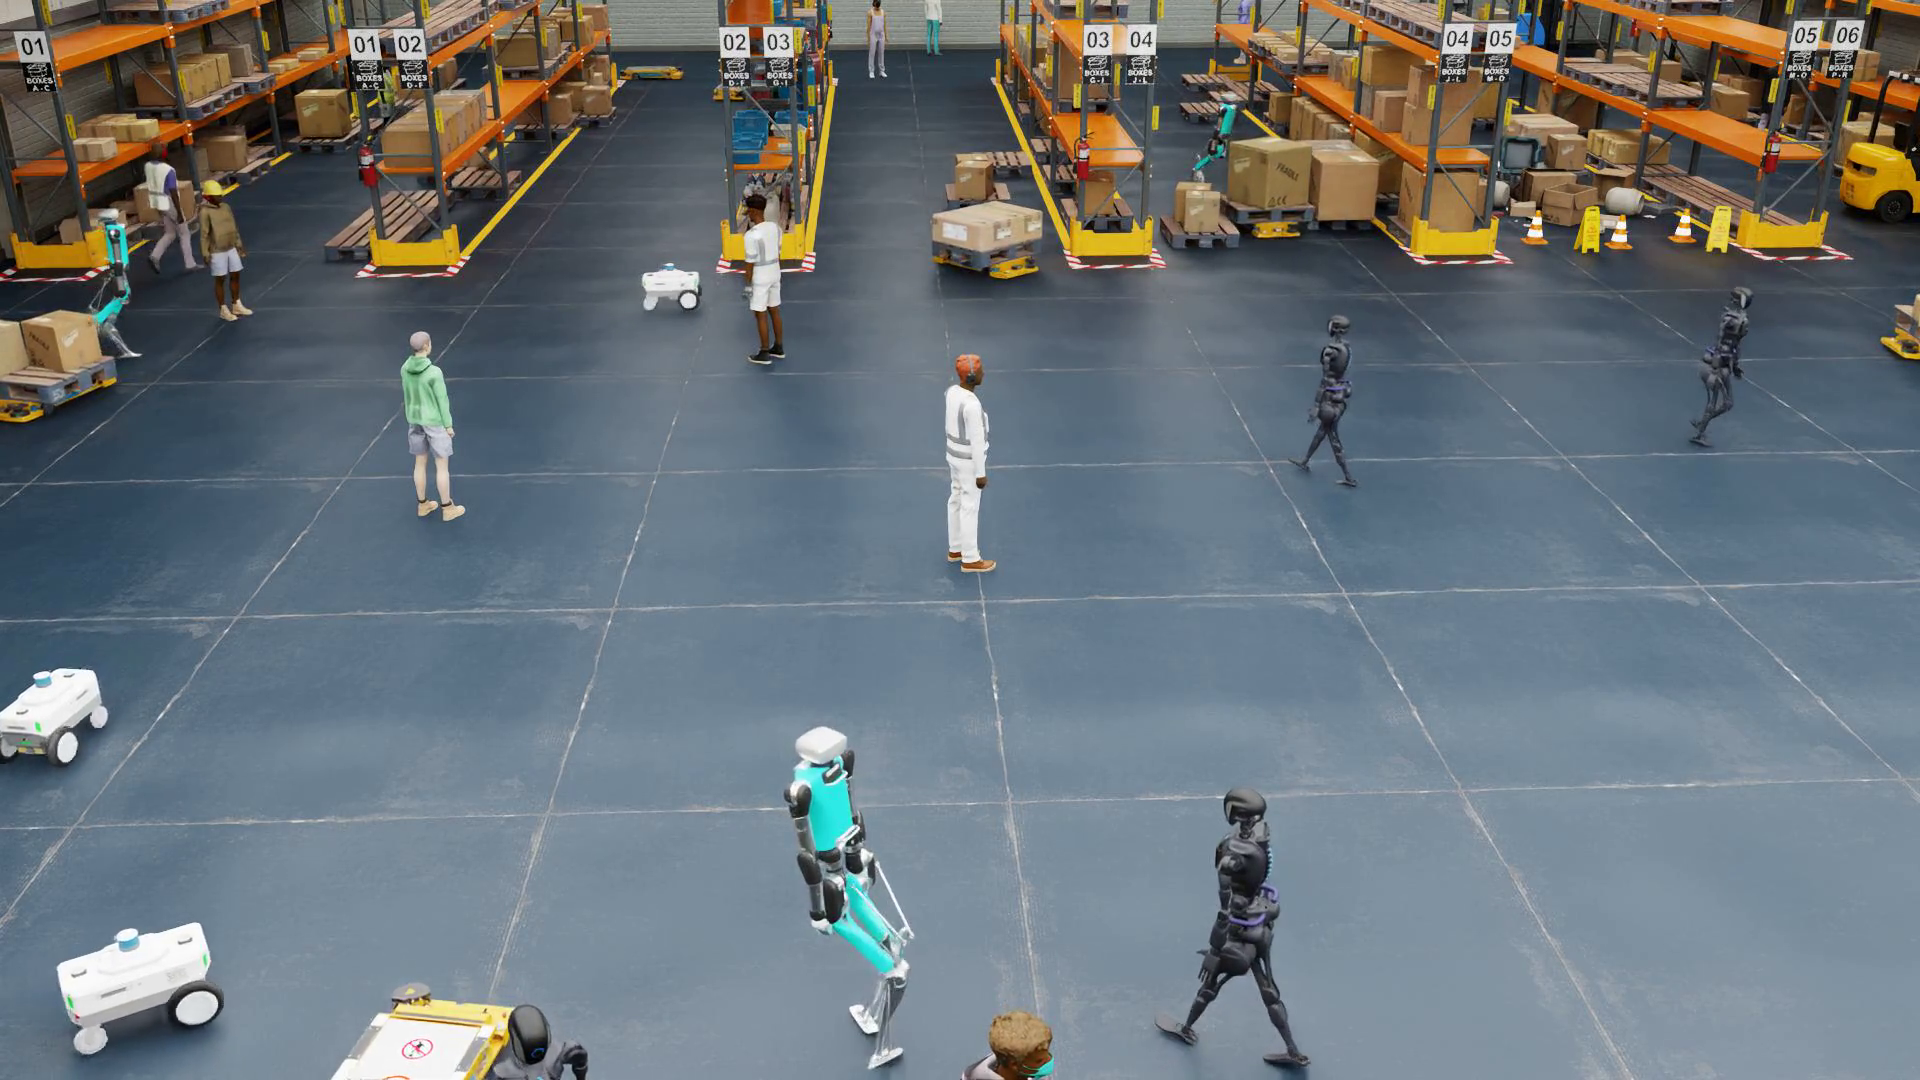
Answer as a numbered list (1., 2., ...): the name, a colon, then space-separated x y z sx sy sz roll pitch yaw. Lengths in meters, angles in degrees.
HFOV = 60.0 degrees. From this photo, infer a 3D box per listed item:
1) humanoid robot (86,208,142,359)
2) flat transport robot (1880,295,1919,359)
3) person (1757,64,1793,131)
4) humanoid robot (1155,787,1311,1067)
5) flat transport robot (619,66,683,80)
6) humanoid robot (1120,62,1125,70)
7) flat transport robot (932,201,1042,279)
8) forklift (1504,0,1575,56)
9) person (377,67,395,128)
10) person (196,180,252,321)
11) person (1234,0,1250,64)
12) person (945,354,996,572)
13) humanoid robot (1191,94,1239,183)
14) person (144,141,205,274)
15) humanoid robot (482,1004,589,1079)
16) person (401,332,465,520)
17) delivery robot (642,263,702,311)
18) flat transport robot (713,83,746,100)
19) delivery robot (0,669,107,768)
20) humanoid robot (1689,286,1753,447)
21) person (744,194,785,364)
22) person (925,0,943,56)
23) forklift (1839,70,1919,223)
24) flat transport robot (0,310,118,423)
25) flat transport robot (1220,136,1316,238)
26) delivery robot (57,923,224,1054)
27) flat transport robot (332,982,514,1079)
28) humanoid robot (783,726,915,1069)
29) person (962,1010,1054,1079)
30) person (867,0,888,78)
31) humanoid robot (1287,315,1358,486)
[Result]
1. humanoid robot: -9.841 -2.873 19.185 0.665 1.851 0.543 -10 26 -20
2. flat transport robot: 11.761 -2.304 19.650 1.431 0.231 0.659 2 24 4
3. person: 14.948 -8.006 30.523 0.402 1.849 0.522 -19 30 -36
4. humanoid robot: 1.431 1.947 8.434 0.831 1.619 0.590 14 27 28
5. flat transport robot: -7.278 -11.002 39.193 1.431 0.231 0.659 -1 24 -2
6. humanoid robot: 3.707 -12.035 39.756 0.546 1.753 1.039 -15 28 -31
7. flat transport robot: 0.352 -3.912 23.262 1.431 0.231 0.659 22 32 40
8. forklift: 14.700 -13.805 42.301 1.873 2.768 1.129 -1 24 -2
9. person: -10.763 -8.240 31.241 0.320 1.690 0.534 0 24 0
10. person: -9.242 -3.632 20.804 0.412 1.756 0.546 11 26 23
11. person: 7.030 -12.738 41.215 0.386 1.797 0.594 5 24 11
12. person: 0.070 -0.648 13.945 0.356 1.882 0.571 -10 26 -22
13. humanoid robot: 4.015 -6.330 26.900 0.829 1.780 0.621 16 28 31
14. person: -10.868 -4.526 22.734 0.572 1.814 0.675 13 27 27
15. humanoid robot: -1.808 2.572 6.978 0.609 1.631 0.479 -20 31 -37
16. person: -4.787 -1.022 14.973 0.471 1.733 0.324 9 26 20
17. delivery robot: -3.713 -3.267 21.458 0.791 0.592 0.499 -2 24 -4
18. flat transport robot: -5.022 -9.919 36.761 0.659 0.231 1.431 1 24 1
19. delivery robot: -6.252 1.186 11.444 0.499 0.585 0.765 3 24 6
20. humanoid robot: 7.610 -1.753 16.672 0.599 1.638 0.408 -21 31 -39
21. person: -2.268 -3.007 19.158 0.367 1.959 0.605 14 28 28
22. person: -0.667 -13.288 42.485 0.524 1.772 0.307 19 30 36
23. forklift: 15.132 -6.143 25.915 2.313 2.155 1.214 -1 24 -2
24. flat transport robot: -9.950 -1.601 18.070 0.659 0.231 1.431 6 25 13
25. flat transport robot: 4.664 -4.868 25.410 0.659 0.231 1.431 -3 24 -7
26. delivery robot: -4.357 2.348 8.869 0.818 0.614 0.499 -14 28 -29
27. flat transport robot: -2.779 2.763 8.263 0.659 0.231 1.431 4 24 8
28. humanoid robot: -0.444 1.852 8.522 0.862 1.787 0.576 11 26 24
29. person: 0.178 2.627 6.570 0.349 1.905 0.487 2 24 4
30. person: -1.943 -11.825 39.083 0.504 1.863 0.373 -10 26 -22
31. humanoid robot: 3.491 -1.337 15.801 0.764 1.627 0.593 14 28 29
